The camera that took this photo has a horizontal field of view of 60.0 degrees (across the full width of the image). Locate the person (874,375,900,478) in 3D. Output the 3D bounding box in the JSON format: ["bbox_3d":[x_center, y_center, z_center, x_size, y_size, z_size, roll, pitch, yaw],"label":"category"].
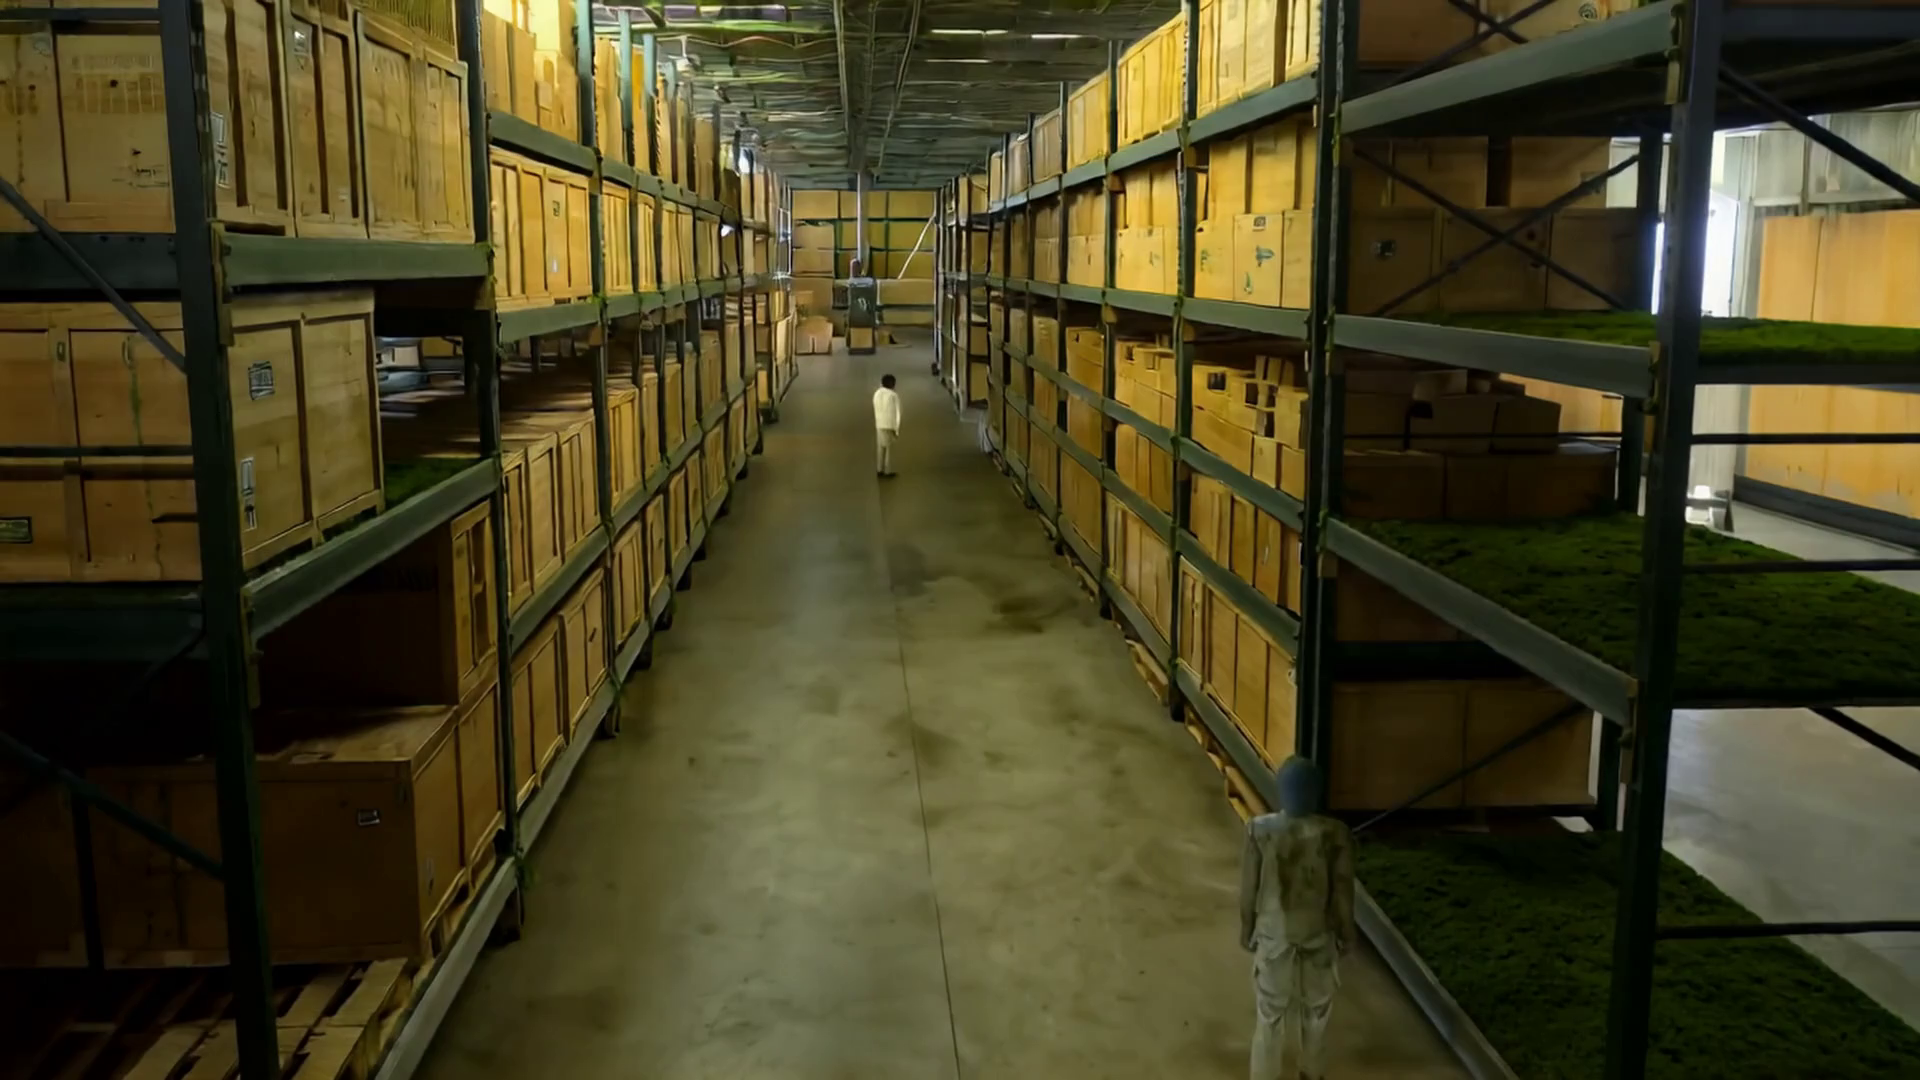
[{"bbox_3d":[-1.285,-2.033,29.745,0.430,1.837,0.626,-7,12,-35],"label":"person"}]

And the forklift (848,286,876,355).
[{"bbox_3d":[-4.074,-9.112,68.896,1.129,2.768,1.873,-1,10,-4],"label":"forklift"}]

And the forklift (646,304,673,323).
[{"bbox_3d":[-10.009,-6.849,55.382,1.129,2.768,1.873,-1,10,-3],"label":"forklift"}]

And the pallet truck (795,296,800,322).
[{"bbox_3d":[-8.622,-12.439,91.403,1.885,1.965,0.823,2,10,13],"label":"pallet truck"}]

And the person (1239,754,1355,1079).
[{"bbox_3d":[1.519,1.779,7.532,0.513,1.642,0.313,2,10,12],"label":"person"}]
